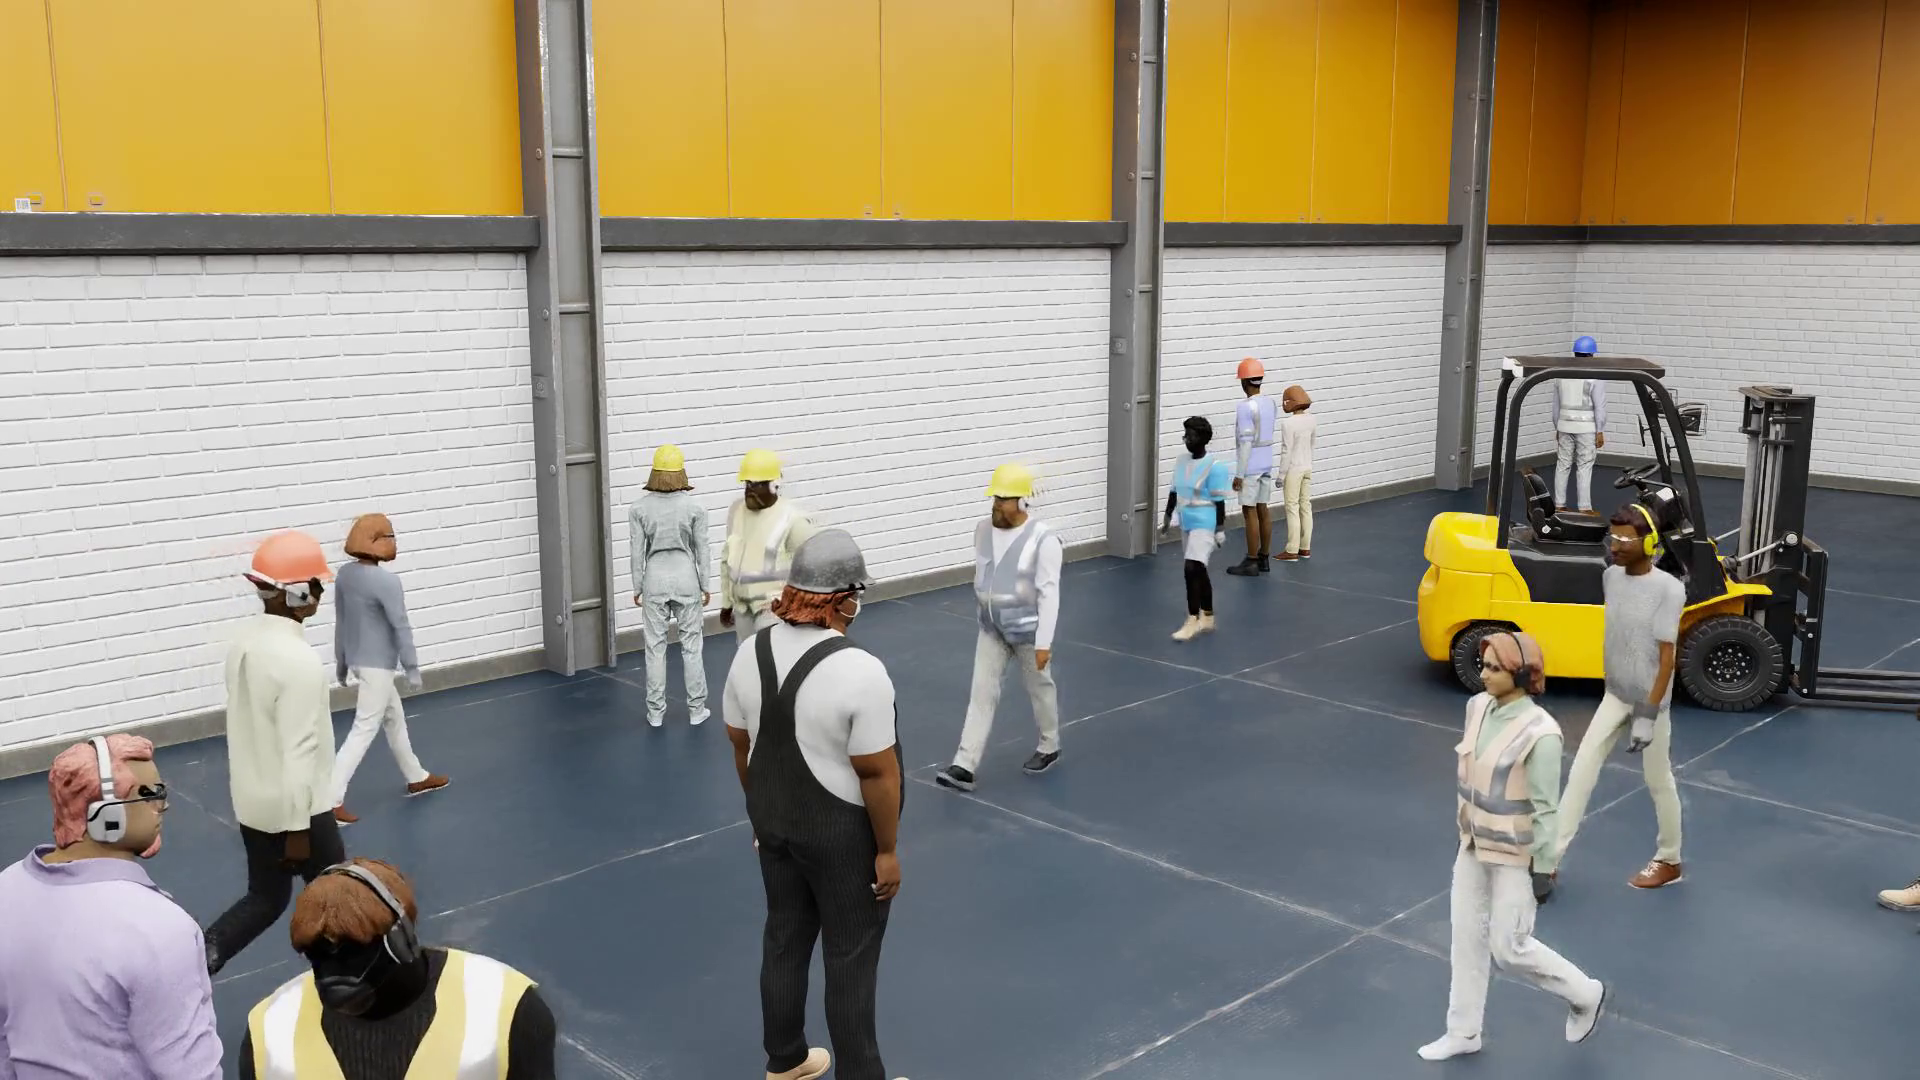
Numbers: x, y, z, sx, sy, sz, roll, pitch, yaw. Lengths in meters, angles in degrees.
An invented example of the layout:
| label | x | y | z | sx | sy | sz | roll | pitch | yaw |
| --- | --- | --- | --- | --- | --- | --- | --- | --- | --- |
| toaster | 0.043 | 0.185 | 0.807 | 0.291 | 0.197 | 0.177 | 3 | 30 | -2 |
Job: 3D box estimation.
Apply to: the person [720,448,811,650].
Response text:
| label | x | y | z | sx | sy | sz | roll | pitch | yaw |
| --- | --- | --- | --- | --- | --- | --- | --- | --- | --- |
| person | -1.099 | 0.340 | 9.737 | 0.581 | 1.803 | 0.726 | 8 | 13 | 36 |

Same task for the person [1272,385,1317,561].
| label | x | y | z | sx | sy | sz | roll | pitch | yaw |
| --- | --- | --- | --- | --- | --- | --- | --- | --- | --- |
| person | 3.109 | -0.618 | 15.427 | 0.284 | 1.633 | 0.498 | 10 | 14 | 44 |

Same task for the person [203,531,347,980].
| label | x | y | z | sx | sy | sz | roll | pitch | yaw |
| --- | --- | --- | --- | --- | --- | --- | --- | --- | --- |
| person | -2.540 | 0.954 | 5.995 | 0.619 | 1.966 | 0.825 | 9 | 14 | 41 |

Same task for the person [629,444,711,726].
| label | x | y | z | sx | sy | sz | roll | pitch | yaw |
| --- | --- | --- | --- | --- | --- | --- | --- | --- | --- |
| person | -1.774 | 0.279 | 10.232 | 0.493 | 1.743 | 0.295 | -1 | 10 | -7 |

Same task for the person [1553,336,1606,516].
| label | x | y | z | sx | sy | sz | roll | pitch | yaw |
| --- | --- | --- | --- | --- | --- | --- | --- | --- | --- |
| person | 6.561 | -1.180 | 17.632 | 0.384 | 1.948 | 0.605 | -8 | 13 | -36 |

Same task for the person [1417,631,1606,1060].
| label | x | y | z | sx | sy | sz | roll | pitch | yaw |
| --- | --- | --- | --- | --- | --- | --- | --- | --- | --- |
| person | 2.019 | 1.114 | 6.017 | 0.608 | 1.623 | 0.520 | -3 | 11 | -14 |

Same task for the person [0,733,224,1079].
| label | x | y | z | sx | sy | sz | roll | pitch | yaw |
| --- | --- | --- | --- | --- | --- | --- | --- | --- | --- |
| person | -1.901 | 1.374 | 3.824 | 0.652 | 1.904 | 0.402 | 5 | 12 | 26 |

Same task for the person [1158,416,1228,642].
| label | x | y | z | sx | sy | sz | roll | pitch | yaw |
| --- | --- | --- | --- | --- | --- | --- | --- | --- | --- |
| person | 1.705 | -0.087 | 12.424 | 0.638 | 1.677 | 0.536 | -5 | 12 | -26 |

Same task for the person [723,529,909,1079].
| label | x | y | z | sx | sy | sz | roll | pitch | yaw |
| --- | --- | --- | --- | --- | --- | --- | --- | --- | --- |
| person | -0.434 | 0.960 | 5.711 | 0.688 | 2.000 | 0.536 | 8 | 13 | 37 |

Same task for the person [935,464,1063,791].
| label | x | y | z | sx | sy | sz | roll | pitch | yaw |
| --- | --- | --- | --- | --- | --- | --- | --- | --- | --- |
| person | 0.258 | 0.474 | 9.047 | 0.617 | 1.781 | 0.948 | 8 | 13 | 39 |

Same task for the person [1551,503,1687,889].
| label | x | y | z | sx | sy | sz | roll | pitch | yaw |
| --- | --- | --- | --- | --- | --- | --- | --- | --- | --- |
| person | 2.968 | 0.743 | 7.511 | 0.963 | 1.811 | 0.542 | -5 | 11 | -23 |

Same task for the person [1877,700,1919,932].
| label | x | y | z | sx | sy | sz | roll | pitch | yaw |
| --- | --- | --- | --- | --- | --- | --- | --- | --- | --- |
| person | 4.316 | 0.693 | 7.147 | 0.360 | 2.047 | 0.615 | 0 | 10 | 1 |

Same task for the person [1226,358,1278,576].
| label | x | y | z | sx | sy | sz | roll | pitch | yaw |
| --- | --- | --- | --- | --- | --- | --- | --- | --- | --- |
| person | 2.577 | -0.643 | 14.741 | 0.376 | 1.934 | 0.547 | 8 | 13 | 38 |

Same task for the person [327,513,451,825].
| label | x | y | z | sx | sy | sz | roll | pitch | yaw |
| --- | --- | --- | --- | --- | --- | --- | --- | --- | --- |
| person | -3.056 | 0.648 | 8.640 | 0.520 | 1.591 | 0.858 | 8 | 13 | 38 |

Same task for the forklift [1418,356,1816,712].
| label | x | y | z | sx | sy | sz | roll | pitch | yaw |
| --- | --- | --- | --- | --- | --- | --- | --- | --- | --- |
| forklift | 4.276 | -0.101 | 11.076 | 2.313 | 2.155 | 1.214 | 2 | 11 | 13 |

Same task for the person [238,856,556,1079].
| label | x | y | z | sx | sy | sz | roll | pitch | yaw |
| --- | --- | --- | --- | --- | --- | --- | --- | --- | --- |
| person | -1.113 | 1.520 | 3.306 | 0.648 | 1.802 | 0.881 | -1 | 10 | -4 |
